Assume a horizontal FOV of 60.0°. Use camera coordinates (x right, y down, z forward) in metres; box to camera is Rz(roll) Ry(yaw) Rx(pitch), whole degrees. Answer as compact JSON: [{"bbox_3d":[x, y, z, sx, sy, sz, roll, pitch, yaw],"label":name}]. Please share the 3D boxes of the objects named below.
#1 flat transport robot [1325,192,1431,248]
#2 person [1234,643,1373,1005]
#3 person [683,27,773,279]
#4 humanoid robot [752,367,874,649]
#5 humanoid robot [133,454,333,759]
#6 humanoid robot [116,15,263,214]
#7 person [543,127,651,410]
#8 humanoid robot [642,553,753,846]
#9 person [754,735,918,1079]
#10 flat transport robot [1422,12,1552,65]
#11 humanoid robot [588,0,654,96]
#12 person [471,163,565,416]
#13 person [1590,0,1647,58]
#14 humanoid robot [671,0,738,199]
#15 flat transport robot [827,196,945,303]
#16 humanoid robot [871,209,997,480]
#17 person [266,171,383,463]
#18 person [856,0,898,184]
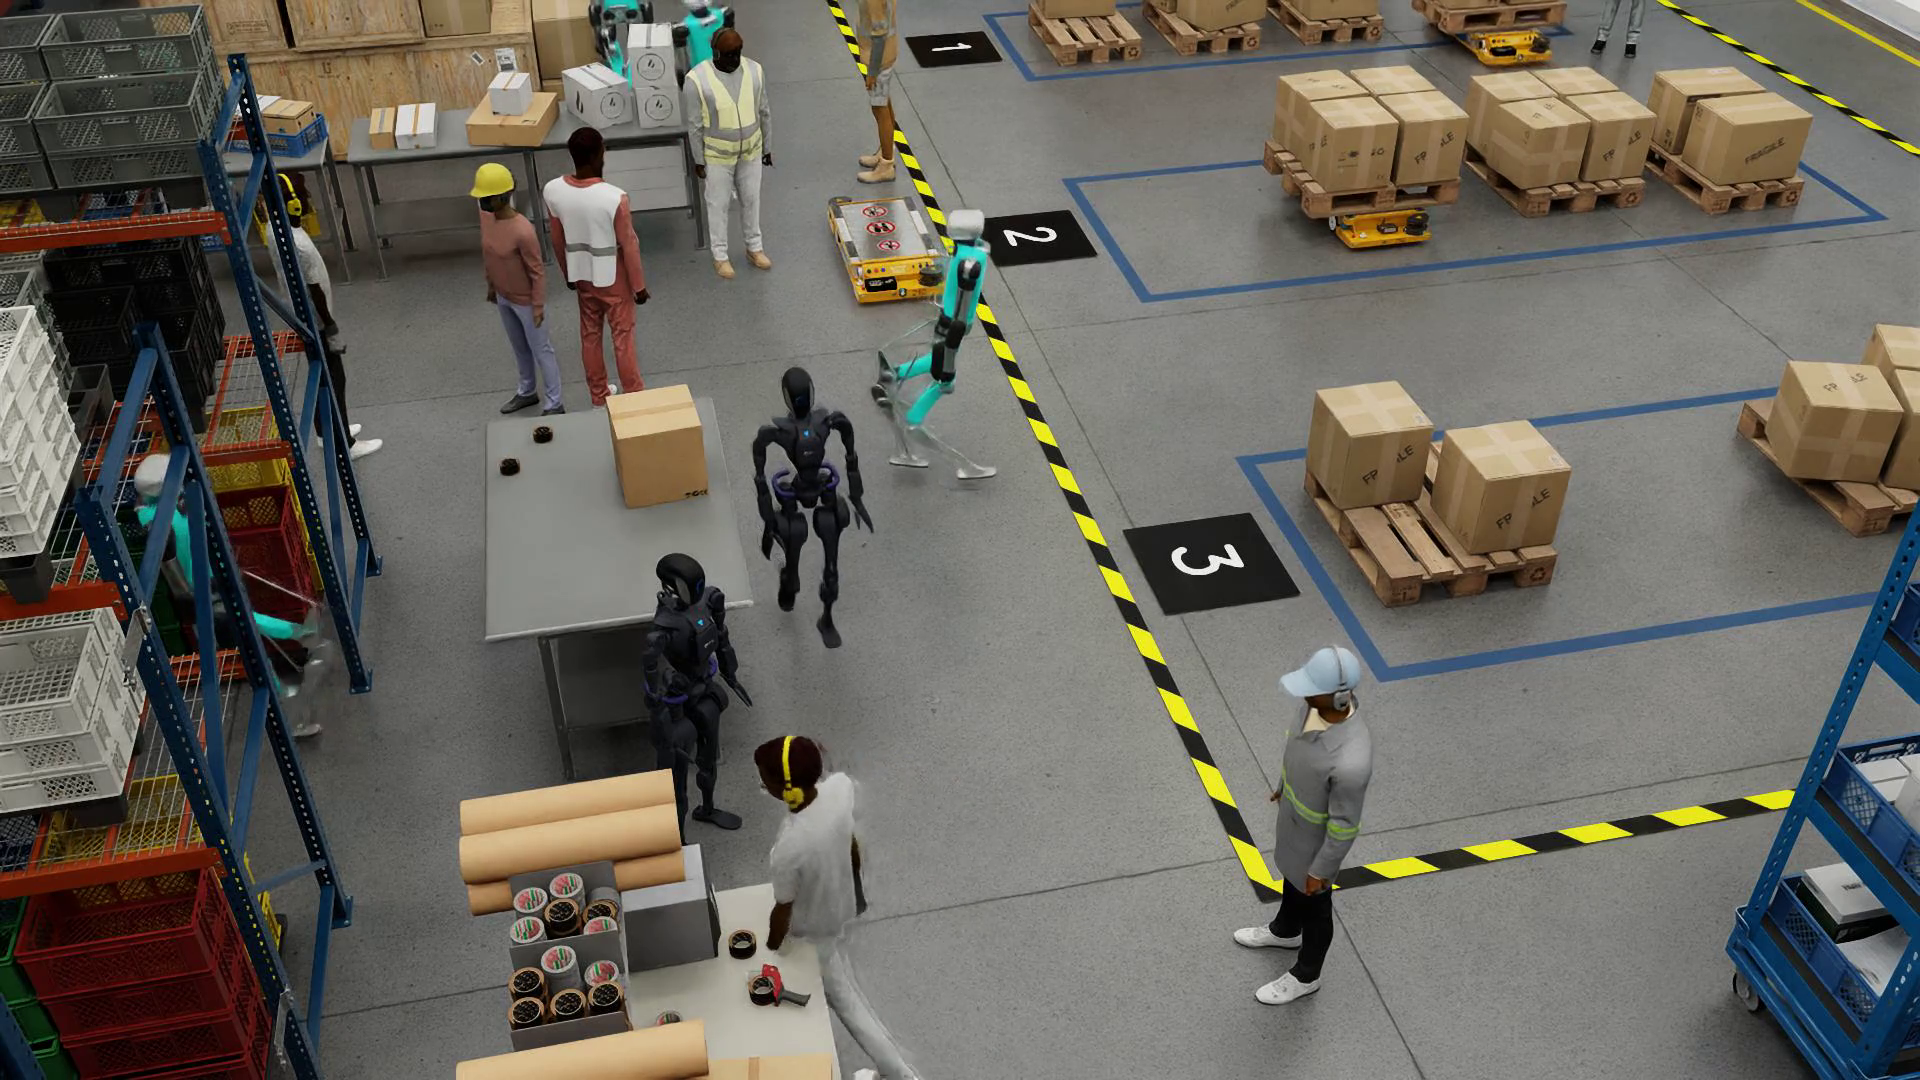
[{"bbox_3d":[3.134,-2.740,13.213,0.652,0.197,1.431,-8,37,-10],"label":"flat transport robot"},{"bbox_3d":[1.390,1.138,6.698,0.379,1.852,0.589,-4,37,-6],"label":"person"},{"bbox_3d":[-1.638,-2.799,12.009,0.629,1.835,0.429,-18,40,-23],"label":"person"},{"bbox_3d":[-0.773,-0.201,8.645,0.603,1.650,0.460,-12,38,-16],"label":"humanoid robot"},{"bbox_3d":[-3.314,0.382,7.882,0.742,1.874,0.542,-7,37,-9],"label":"humanoid robot"},{"bbox_3d":[-5.694,-3.091,12.516,1.020,1.779,0.531,-13,39,-17],"label":"humanoid robot"},{"bbox_3d":[-2.241,-1.639,10.380,0.588,1.913,0.391,13,38,16],"label":"person"},{"bbox_3d":[-1.181,0.733,7.374,0.315,1.659,0.599,20,41,24],"label":"humanoid robot"},{"bbox_3d":[-0.559,1.433,6.340,0.983,1.810,0.518,16,39,20],"label":"person"},{"bbox_3d":[5.143,-5.011,16.265,0.652,0.197,1.431,-8,37,-10],"label":"flat transport robot"},{"bbox_3d":[-2.809,-4.054,13.768,0.575,1.723,1.011,0,37,-1],"label":"humanoid robot"},{"bbox_3d":[-2.759,-1.510,10.327,0.523,1.769,0.319,28,45,32],"label":"person"},{"bbox_3d":[6.345,-5.457,15.572,0.599,1.836,0.404,14,39,17],"label":"person"},{"bbox_3d":[-2.080,-3.568,13.136,0.586,1.765,0.959,-19,41,-24],"label":"humanoid robot"},{"bbox_3d":[-0.570,-2.220,12.538,0.659,0.231,1.431,-8,37,-10],"label":"flat transport robot"},{"bbox_3d":[-0.207,-1.106,9.801,0.898,1.753,0.539,1,37,1],"label":"humanoid robot"},{"bbox_3d":[-3.872,-1.330,10.014,0.331,1.862,0.495,-27,44,-31],"label":"person"},{"bbox_3d":[-0.675,-3.856,13.249,0.362,2.048,0.609,1,37,2],"label":"person"}]
